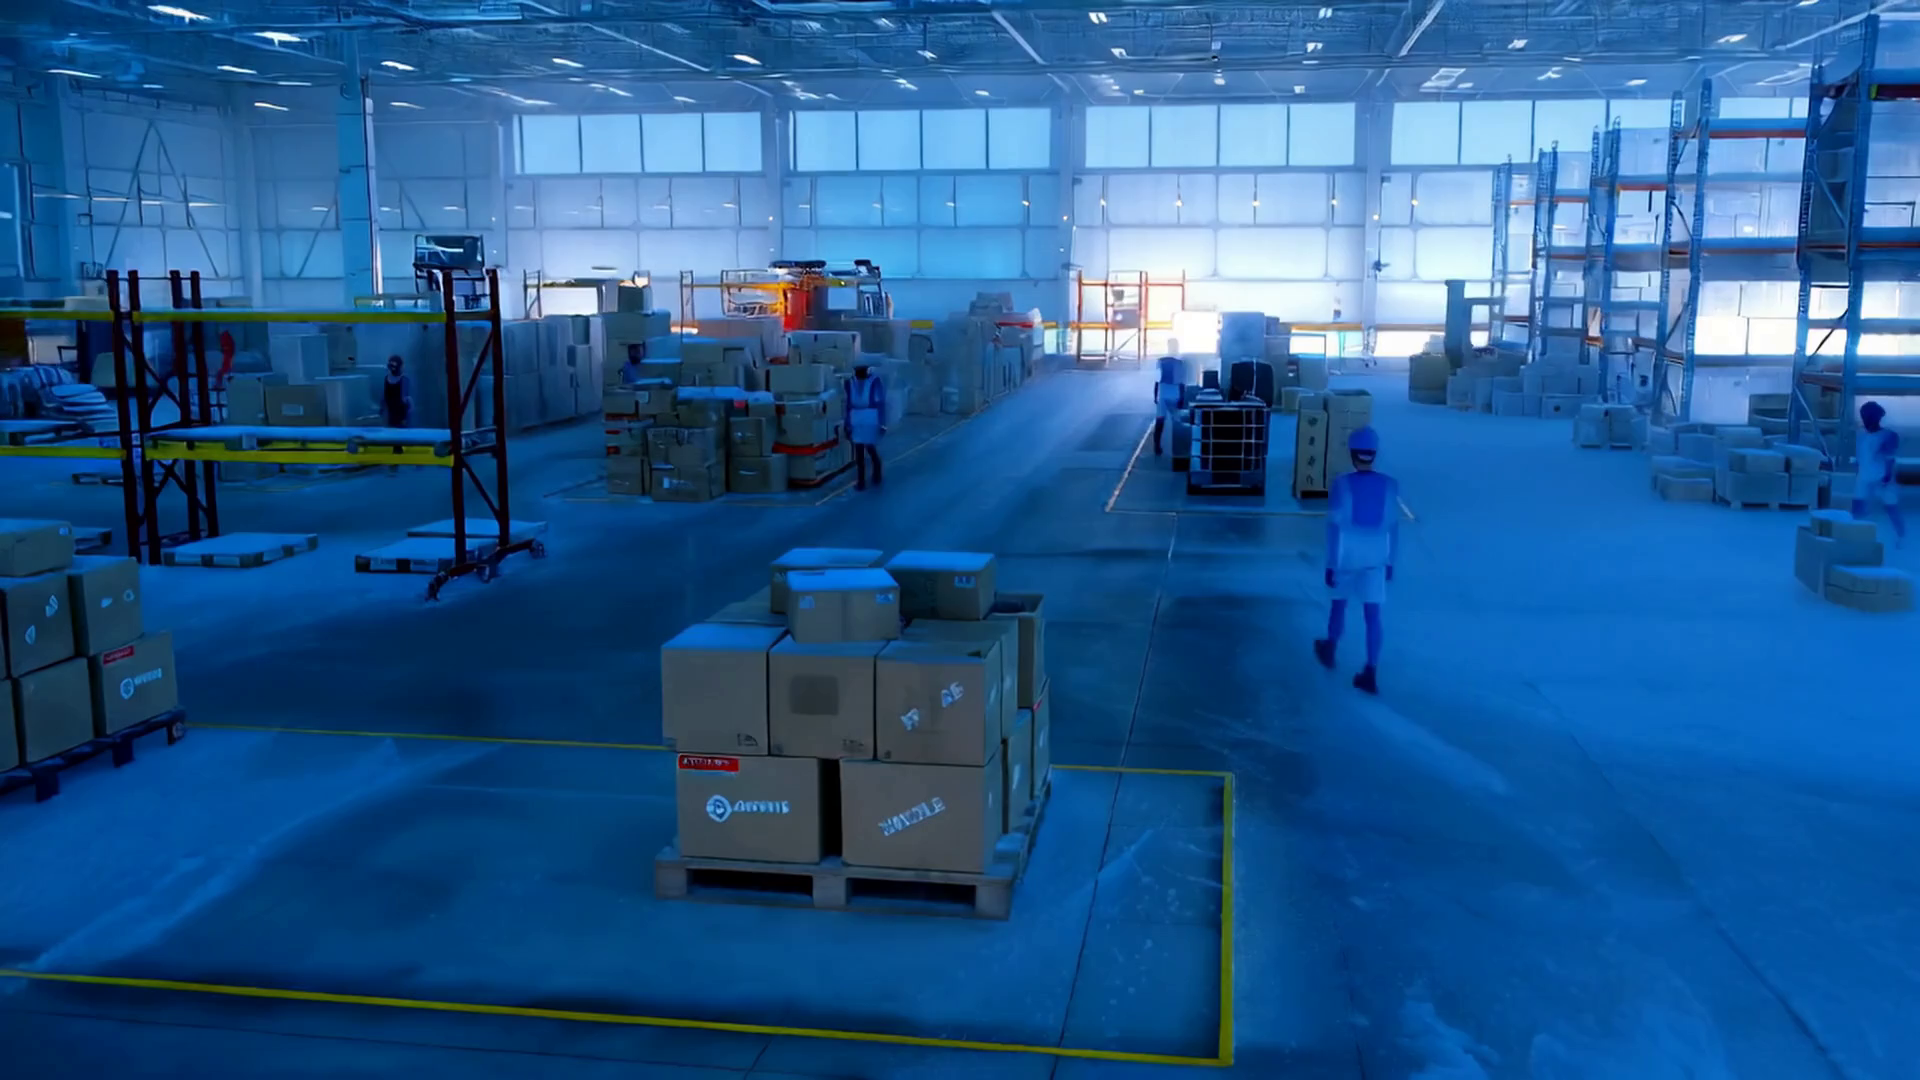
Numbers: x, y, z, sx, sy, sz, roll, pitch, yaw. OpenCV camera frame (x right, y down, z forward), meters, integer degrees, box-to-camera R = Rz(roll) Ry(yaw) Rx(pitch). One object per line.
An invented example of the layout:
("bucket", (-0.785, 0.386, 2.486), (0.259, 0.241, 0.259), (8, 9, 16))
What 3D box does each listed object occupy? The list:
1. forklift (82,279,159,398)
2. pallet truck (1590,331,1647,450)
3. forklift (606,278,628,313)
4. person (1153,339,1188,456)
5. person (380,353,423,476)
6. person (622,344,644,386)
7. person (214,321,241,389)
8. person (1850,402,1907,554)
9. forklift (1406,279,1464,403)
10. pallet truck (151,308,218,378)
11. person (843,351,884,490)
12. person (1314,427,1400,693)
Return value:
("forklift", (-20.071, -4.732, 39.101), (1.873, 2.768, 1.129), (1, 9, 9))
("pallet truck", (11.253, -2.573, 28.499), (0.823, 1.965, 1.885), (5, 10, 27))
("forklift", (-9.360, -5.770, 45.499), (1.873, 2.768, 1.129), (0, 9, 3))
("person", (3.430, -2.336, 27.290), (0.623, 1.924, 0.984), (5, 11, 30))
("person", (-8.332, -1.879, 24.790), (0.518, 1.819, 0.810), (5, 11, 30))
("person", (-5.143, -2.195, 26.569), (0.582, 1.858, 0.990), (1, 9, 6))
("person", (-18.147, -4.579, 41.380), (1.013, 1.826, 0.597), (-4, 10, -26))
("person", (9.806, -0.658, 17.764), (0.907, 1.645, 0.564), (-3, 10, -20))
("forklift", (11.210, -4.536, 37.890), (1.873, 2.768, 1.129), (2, 9, 12))
("pallet truck", (-21.869, -5.598, 47.154), (0.823, 1.965, 1.885), (4, 10, 26))
("person", (-1.343, -1.645, 23.004), (0.554, 1.918, 0.398), (2, 10, 15))
("person", (2.916, 0.112, 12.244), (0.571, 1.890, 0.984), (-1, 9, -5))
